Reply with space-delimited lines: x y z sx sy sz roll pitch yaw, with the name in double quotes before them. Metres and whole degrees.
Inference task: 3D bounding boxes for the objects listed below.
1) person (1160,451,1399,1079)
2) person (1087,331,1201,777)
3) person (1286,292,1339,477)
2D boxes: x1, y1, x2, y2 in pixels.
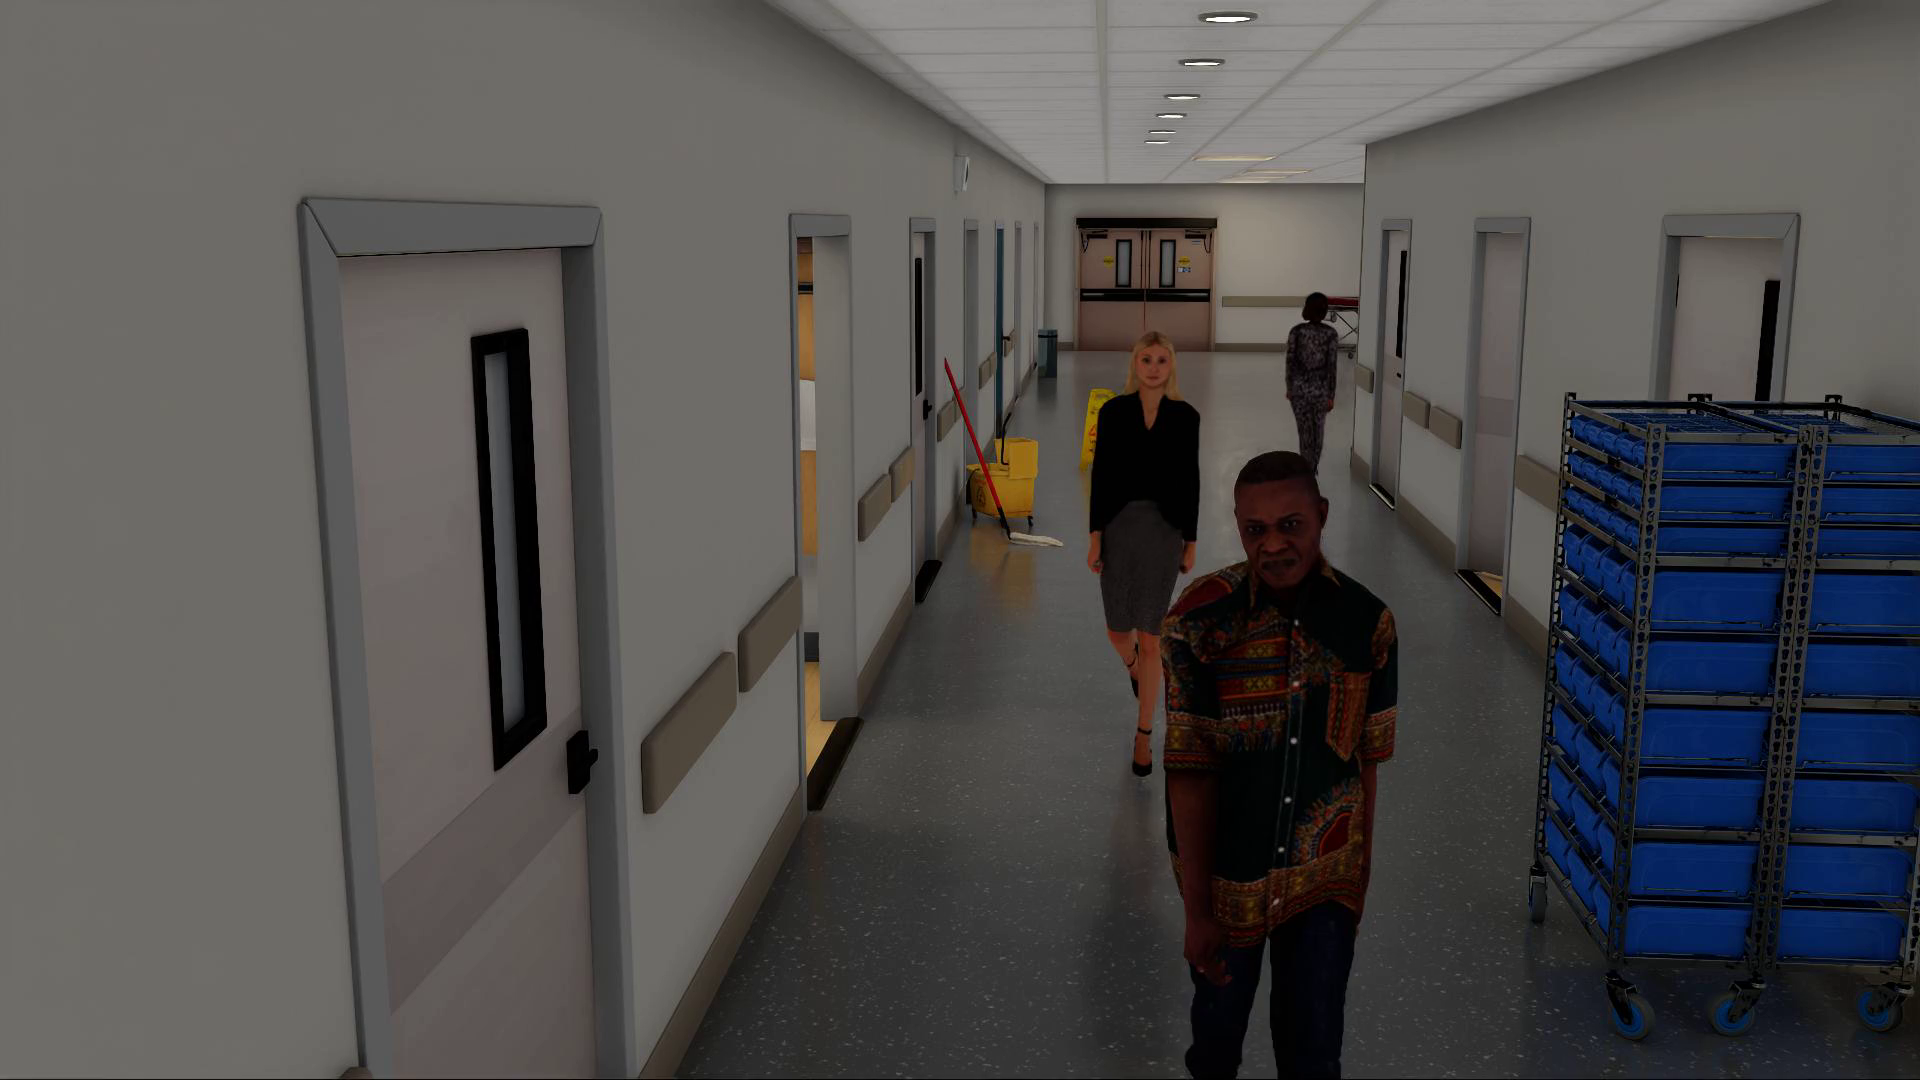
"person" 0.637 0.699 3.643 0.747 1.759 1.273 0 11 -2
"person" 0.760 0.048 7.015 0.671 1.820 1.058 2 11 9
"person" 2.938 -1.192 13.949 0.552 1.672 1.058 1 11 5
